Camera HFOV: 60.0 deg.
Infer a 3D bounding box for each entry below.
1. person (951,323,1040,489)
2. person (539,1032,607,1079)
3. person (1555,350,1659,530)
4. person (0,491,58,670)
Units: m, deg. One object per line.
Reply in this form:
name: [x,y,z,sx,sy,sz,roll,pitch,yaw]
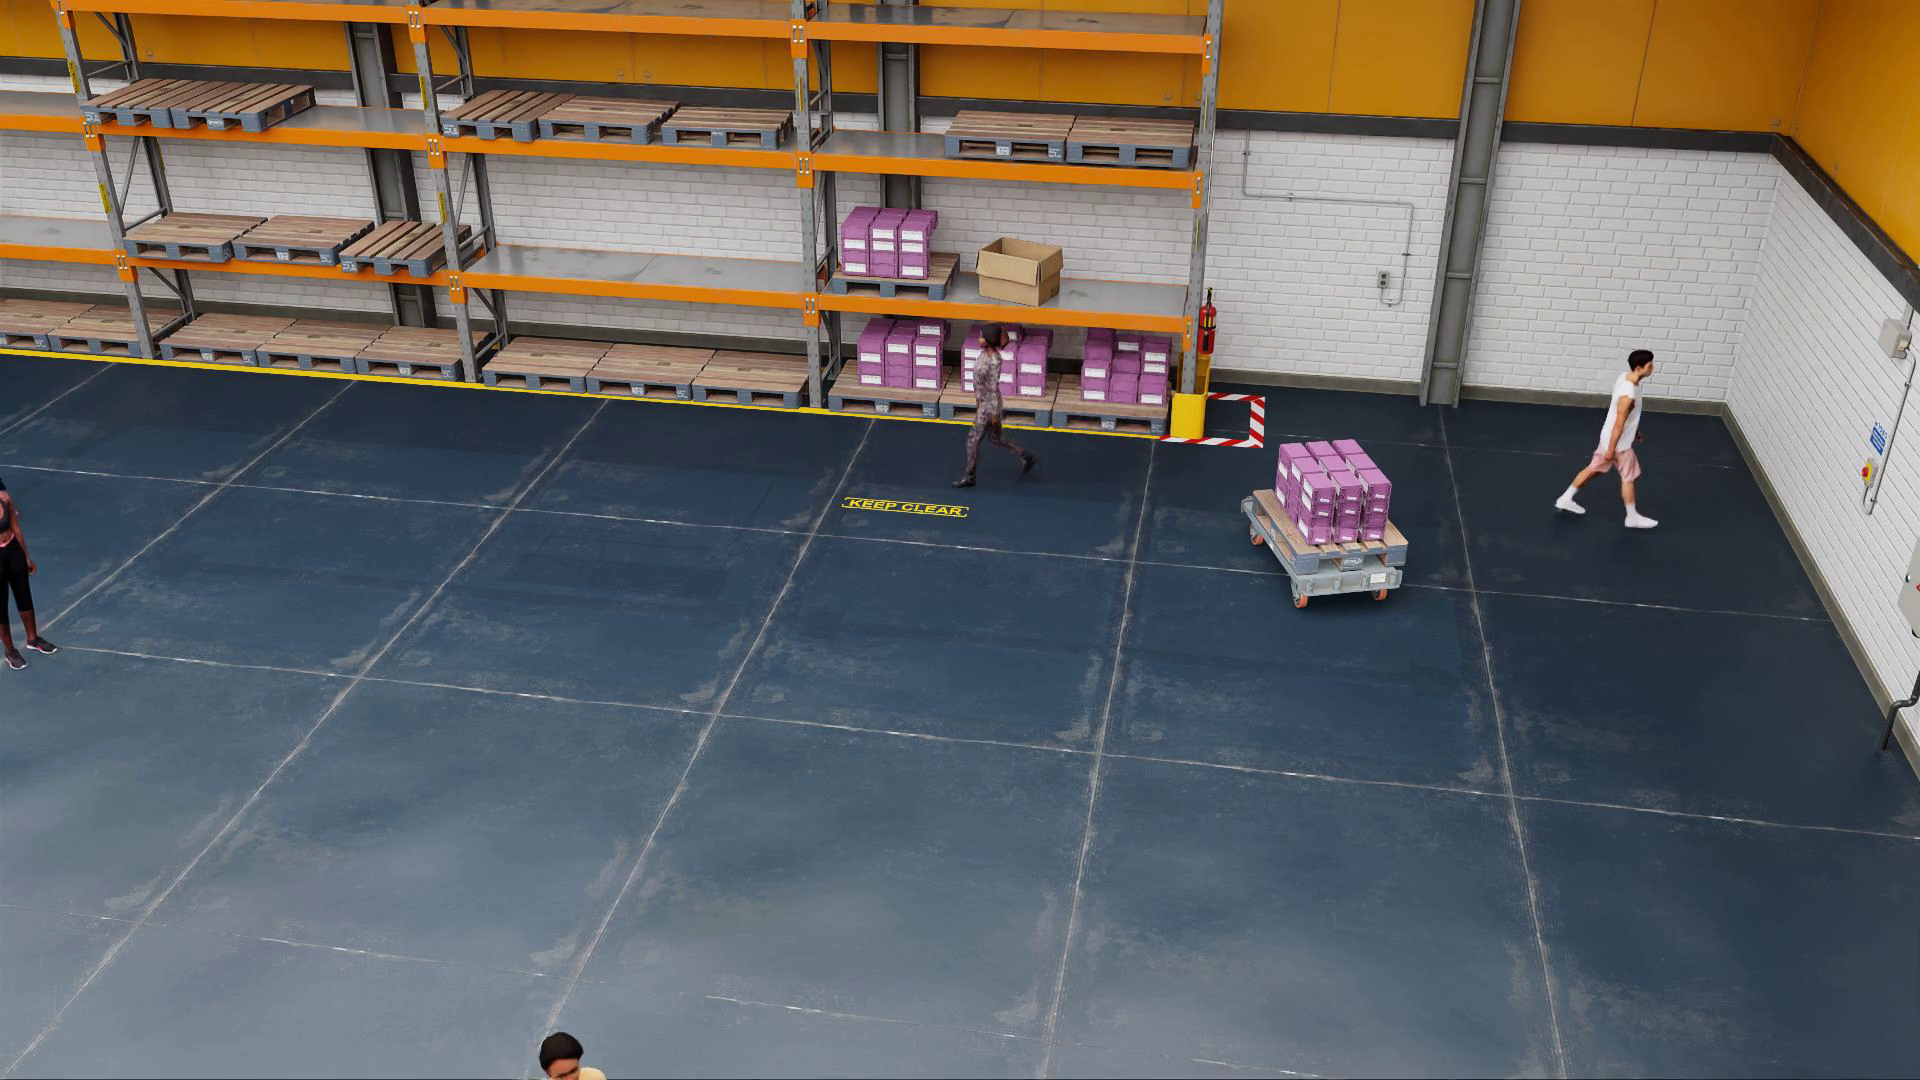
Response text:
person: [0.362,-1.278,16.060,1.188,1.684,0.860,-5,29,-10]
person: [-1.917,3.030,8.205,0.813,1.643,0.862,-15,32,-26]
person: [5.988,-0.945,15.387,1.157,1.743,0.716,8,30,14]
person: [-7.687,0.164,13.337,0.646,1.759,0.654,16,32,26]
